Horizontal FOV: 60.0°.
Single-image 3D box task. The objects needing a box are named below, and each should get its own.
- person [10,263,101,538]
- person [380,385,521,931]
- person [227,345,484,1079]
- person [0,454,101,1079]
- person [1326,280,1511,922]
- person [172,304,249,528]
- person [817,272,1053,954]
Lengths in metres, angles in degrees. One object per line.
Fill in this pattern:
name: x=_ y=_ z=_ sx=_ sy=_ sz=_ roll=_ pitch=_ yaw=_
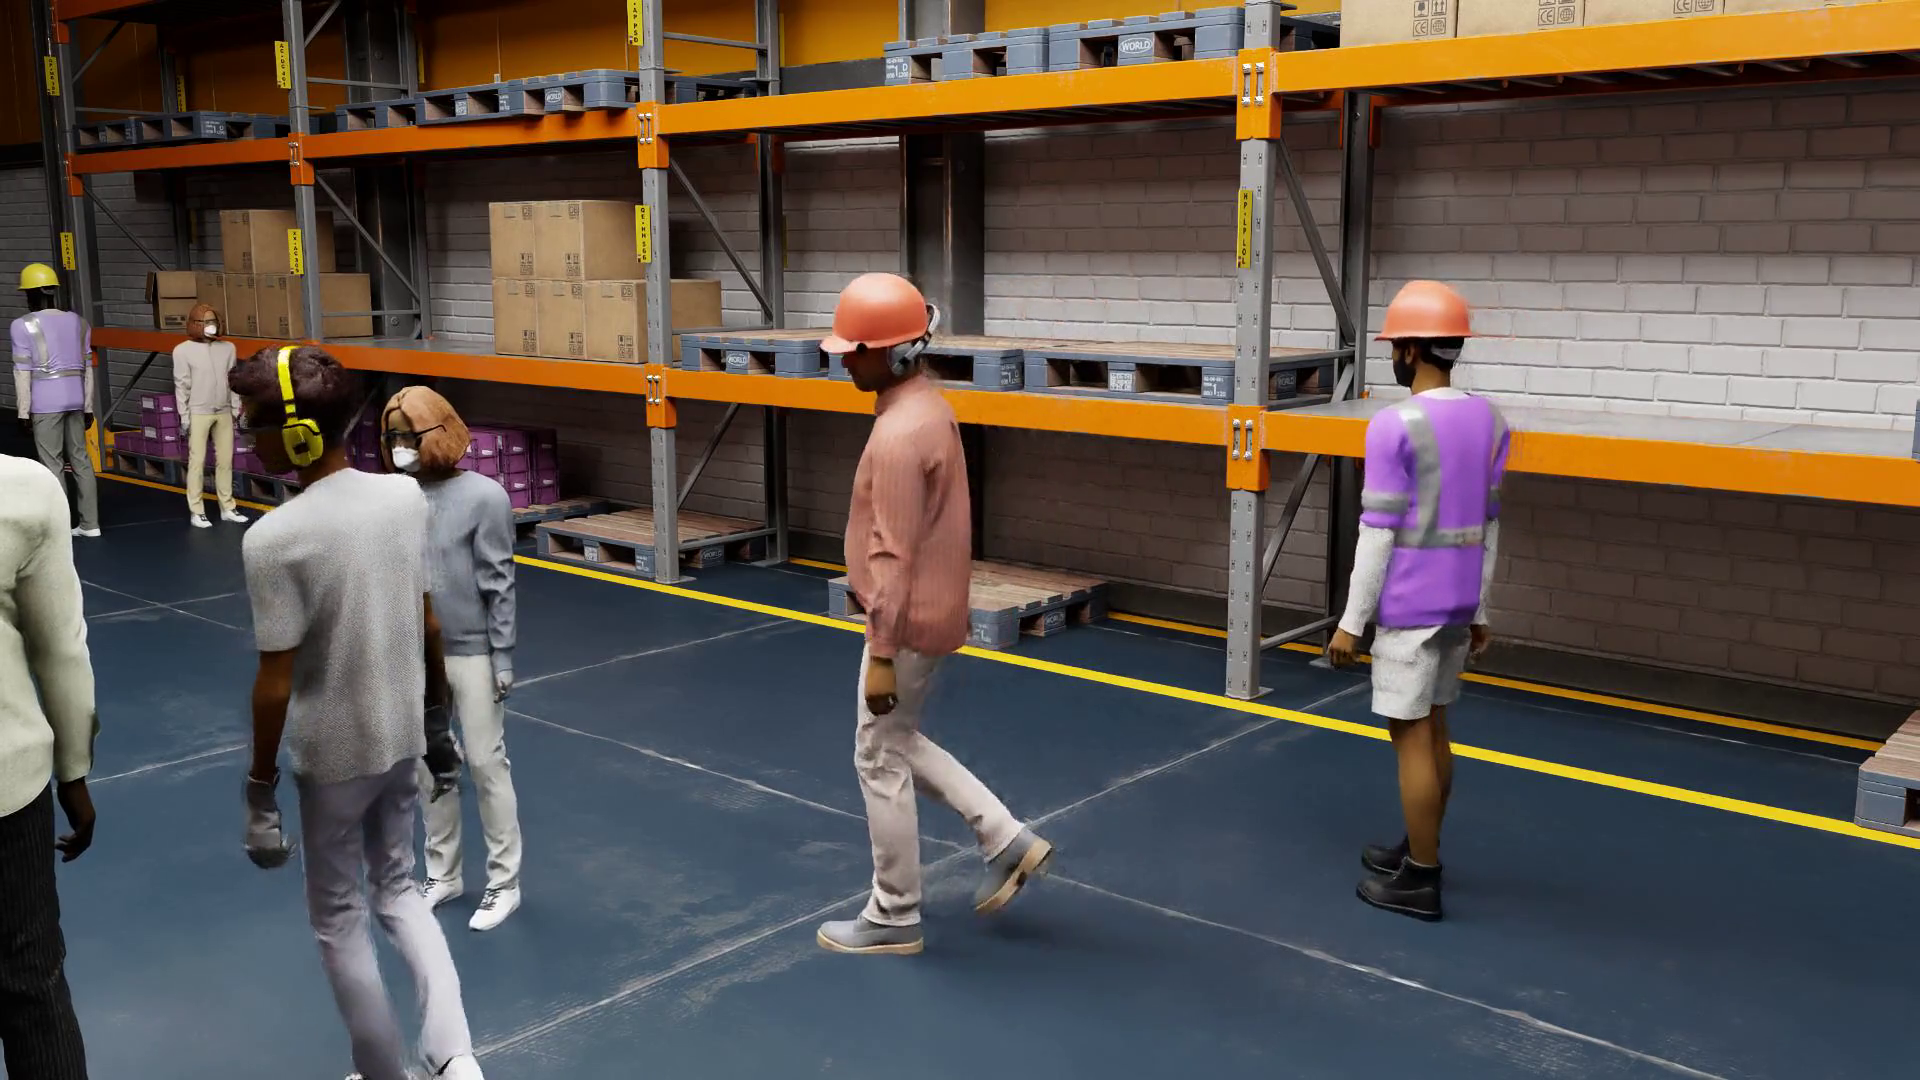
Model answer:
person: x=-6.247 y=-0.935 z=11.465 sx=0.402 sy=1.919 sz=0.588 roll=4 pitch=11 yaw=21
person: x=-1.552 y=0.350 z=4.981 sx=0.507 sy=1.623 sz=0.294 roll=3 pitch=10 yaw=17
person: x=-1.292 y=0.485 z=3.651 sx=0.595 sy=1.824 sz=0.588 roll=5 pitch=11 yaw=28
person: x=-1.980 y=0.478 z=3.182 sx=0.609 sy=1.997 sz=0.374 roll=-8 pitch=12 yaw=-37
person: x=1.381 y=0.184 z=5.067 sx=0.553 sy=1.937 sz=0.411 roll=-8 pitch=12 yaw=-37
person: x=-5.468 y=-0.904 z=12.123 sx=0.282 sy=1.626 sz=0.491 roll=6 pitch=12 yaw=32
person: x=-0.098 y=0.233 z=4.691 sx=0.567 sy=1.962 sz=0.628 roll=1 pitch=10 yaw=8
